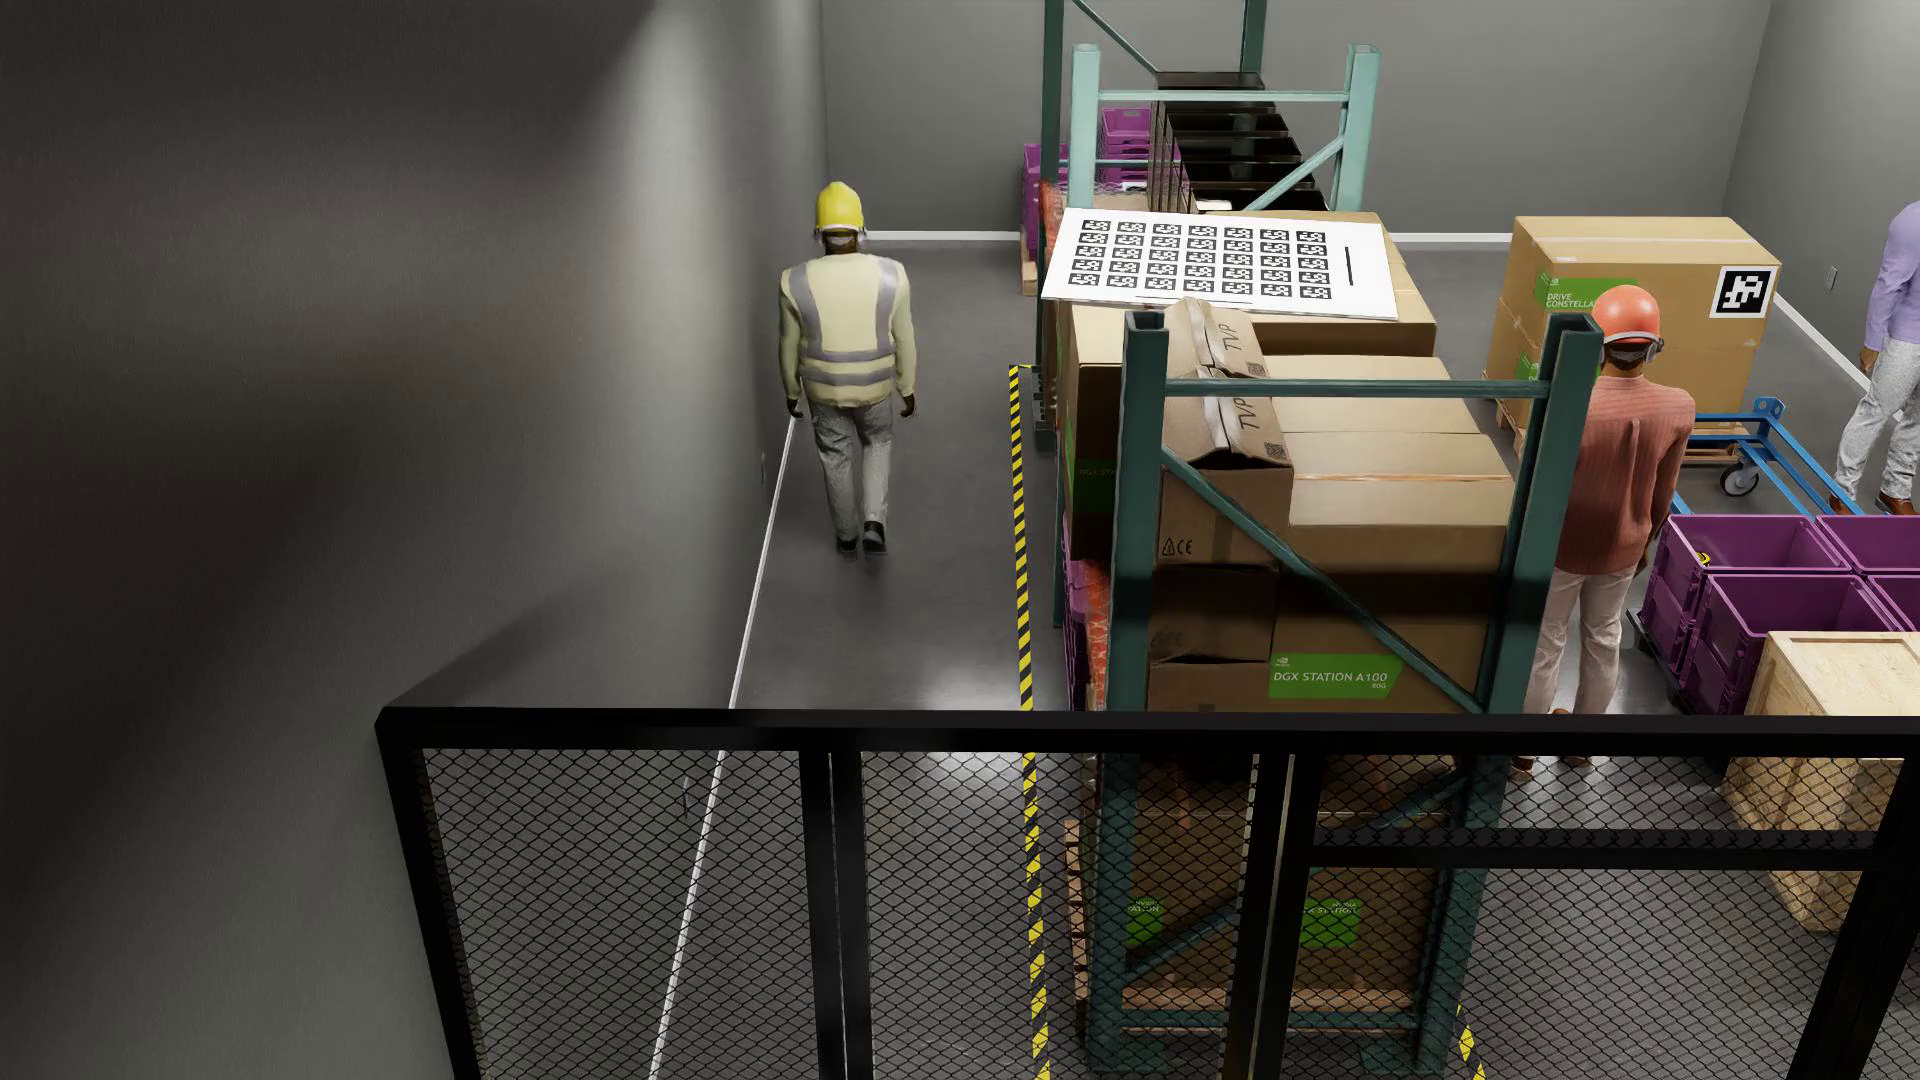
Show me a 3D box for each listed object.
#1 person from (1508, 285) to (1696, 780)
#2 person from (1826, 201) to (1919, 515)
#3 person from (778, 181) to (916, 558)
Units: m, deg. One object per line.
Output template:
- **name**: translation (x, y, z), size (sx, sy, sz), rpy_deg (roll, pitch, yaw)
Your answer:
- **person**: translation (2.302, 0.010, 6.152), size (0.608, 1.987, 0.386), rpy_deg (-7, 32, -12)
- **person**: translation (4.531, -0.939, 7.774), size (0.637, 1.938, 0.355), rpy_deg (-1, 31, -2)
- **person**: translation (-0.509, -0.719, 7.520), size (0.617, 1.818, 0.431), rpy_deg (-4, 31, -6)
